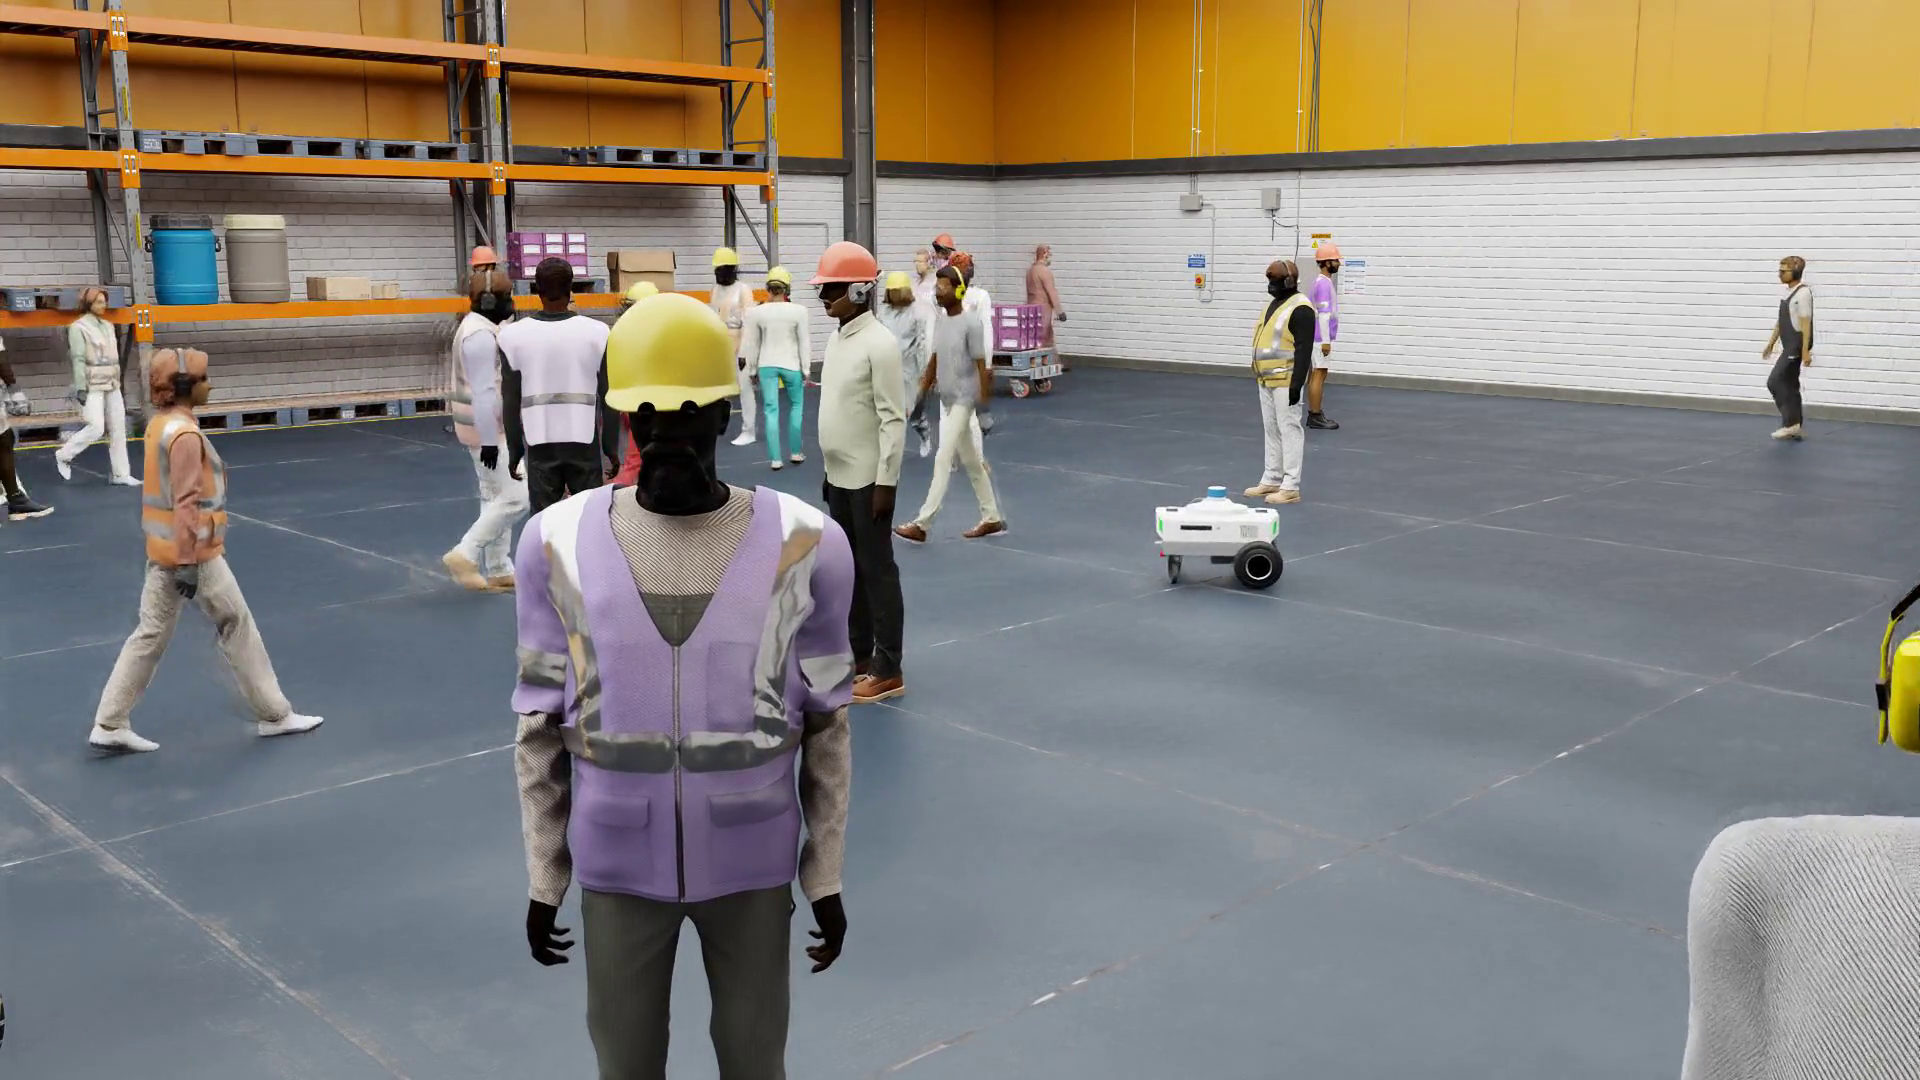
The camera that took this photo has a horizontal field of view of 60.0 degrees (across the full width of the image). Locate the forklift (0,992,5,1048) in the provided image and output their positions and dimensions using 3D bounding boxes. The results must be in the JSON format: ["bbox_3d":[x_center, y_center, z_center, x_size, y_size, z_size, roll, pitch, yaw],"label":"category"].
[{"bbox_3d":[-3.245,0.323,3.363,2.313,2.155,1.214,2,11,13],"label":"forklift"}]

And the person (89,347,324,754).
[{"bbox_3d":[-3.041,0.044,6.517,0.851,1.596,0.530,-8,13,-37],"label":"person"}]

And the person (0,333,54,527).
[{"bbox_3d":[-6.659,-1.037,11.497,0.846,1.933,0.632,-10,14,-43],"label":"person"}]

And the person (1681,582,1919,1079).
[{"bbox_3d":[0.879,0.845,1.500,0.522,1.843,0.833,9,14,40],"label":"person"}]

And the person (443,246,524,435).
[{"bbox_3d":[-4.761,-1.947,16.531,0.902,1.900,0.575,-10,14,-43],"label":"person"}]

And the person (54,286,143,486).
[{"bbox_3d":[-6.976,-1.229,13.380,0.621,1.618,0.528,1,10,8],"label":"person"}]

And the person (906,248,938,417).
[{"bbox_3d":[-0.315,-2.316,18.613,0.833,1.877,0.650,-8,13,-38],"label":"person"}]

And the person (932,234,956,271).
[{"bbox_3d":[-0.232,-3.096,22.448,0.390,2.034,0.605,-6,12,-31],"label":"person"}]

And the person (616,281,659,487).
[{"bbox_3d":[-2.091,-0.855,11.084,0.549,1.716,0.926,8,13,38],"label":"person"}]

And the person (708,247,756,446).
[{"bbox_3d":[-2.275,-1.815,15.823,0.612,1.893,0.871,8,13,38],"label":"person"}]

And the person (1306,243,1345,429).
[{"bbox_3d":[3.826,-2.134,17.449,0.352,1.942,0.546,1,10,6],"label":"person"}]

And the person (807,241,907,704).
[{"bbox_3d":[-0.458,-0.290,7.247,0.397,1.992,0.621,-6,12,-28],"label":"person"}]

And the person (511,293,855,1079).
[{"bbox_3d":[-0.470,0.544,2.885,0.586,1.928,0.364,-1,10,-5],"label":"person"}]

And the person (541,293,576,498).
[{"bbox_3d":[-3.086,-1.143,12.887,0.501,1.633,0.283,6,12,30],"label":"person"}]

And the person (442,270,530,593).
[{"bbox_3d":[-2.614,-0.584,9.298,0.446,1.830,0.651,-3,11,-15],"label":"person"}]

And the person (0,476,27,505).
[{"bbox_3d":[-7.412,-1.009,12.272,0.861,1.592,0.543,-6,12,-29],"label":"person"}]

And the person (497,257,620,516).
[{"bbox_3d":[-2.035,-0.481,8.515,0.589,1.914,0.392,-2,11,-10],"label":"person"}]

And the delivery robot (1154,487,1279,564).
[{"bbox_3d":[1.494,-0.069,9.718,0.707,0.478,0.477,1,10,5],"label":"delivery robot"}]

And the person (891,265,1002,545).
[{"bbox_3d":[-0.094,-0.878,10.933,0.966,1.824,0.510,-5,12,-27],"label":"person"}]

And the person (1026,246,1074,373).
[{"bbox_3d":[1.286,-3.277,23.898,0.852,1.868,0.648,-3,11,-15],"label":"person"}]

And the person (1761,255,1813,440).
[{"bbox_3d":[8.180,-1.886,16.410,0.480,1.824,0.522,3,11,15],"label":"person"}]

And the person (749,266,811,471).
[{"bbox_3d":[-1.554,-1.501,14.510,0.547,1.741,0.711,0,10,2],"label":"person"}]

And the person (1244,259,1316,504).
[{"bbox_3d":[2.431,-1.201,12.643,0.429,1.841,0.623,-3,11,-16],"label":"person"}]

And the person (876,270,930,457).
[{"bbox_3d":[-0.495,-1.506,14.621,0.491,1.720,0.669,4,11,21],"label":"person"}]

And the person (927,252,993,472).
[{"bbox_3d":[0.010,-1.493,14.120,0.574,1.883,0.355,3,11,17],"label":"person"}]
